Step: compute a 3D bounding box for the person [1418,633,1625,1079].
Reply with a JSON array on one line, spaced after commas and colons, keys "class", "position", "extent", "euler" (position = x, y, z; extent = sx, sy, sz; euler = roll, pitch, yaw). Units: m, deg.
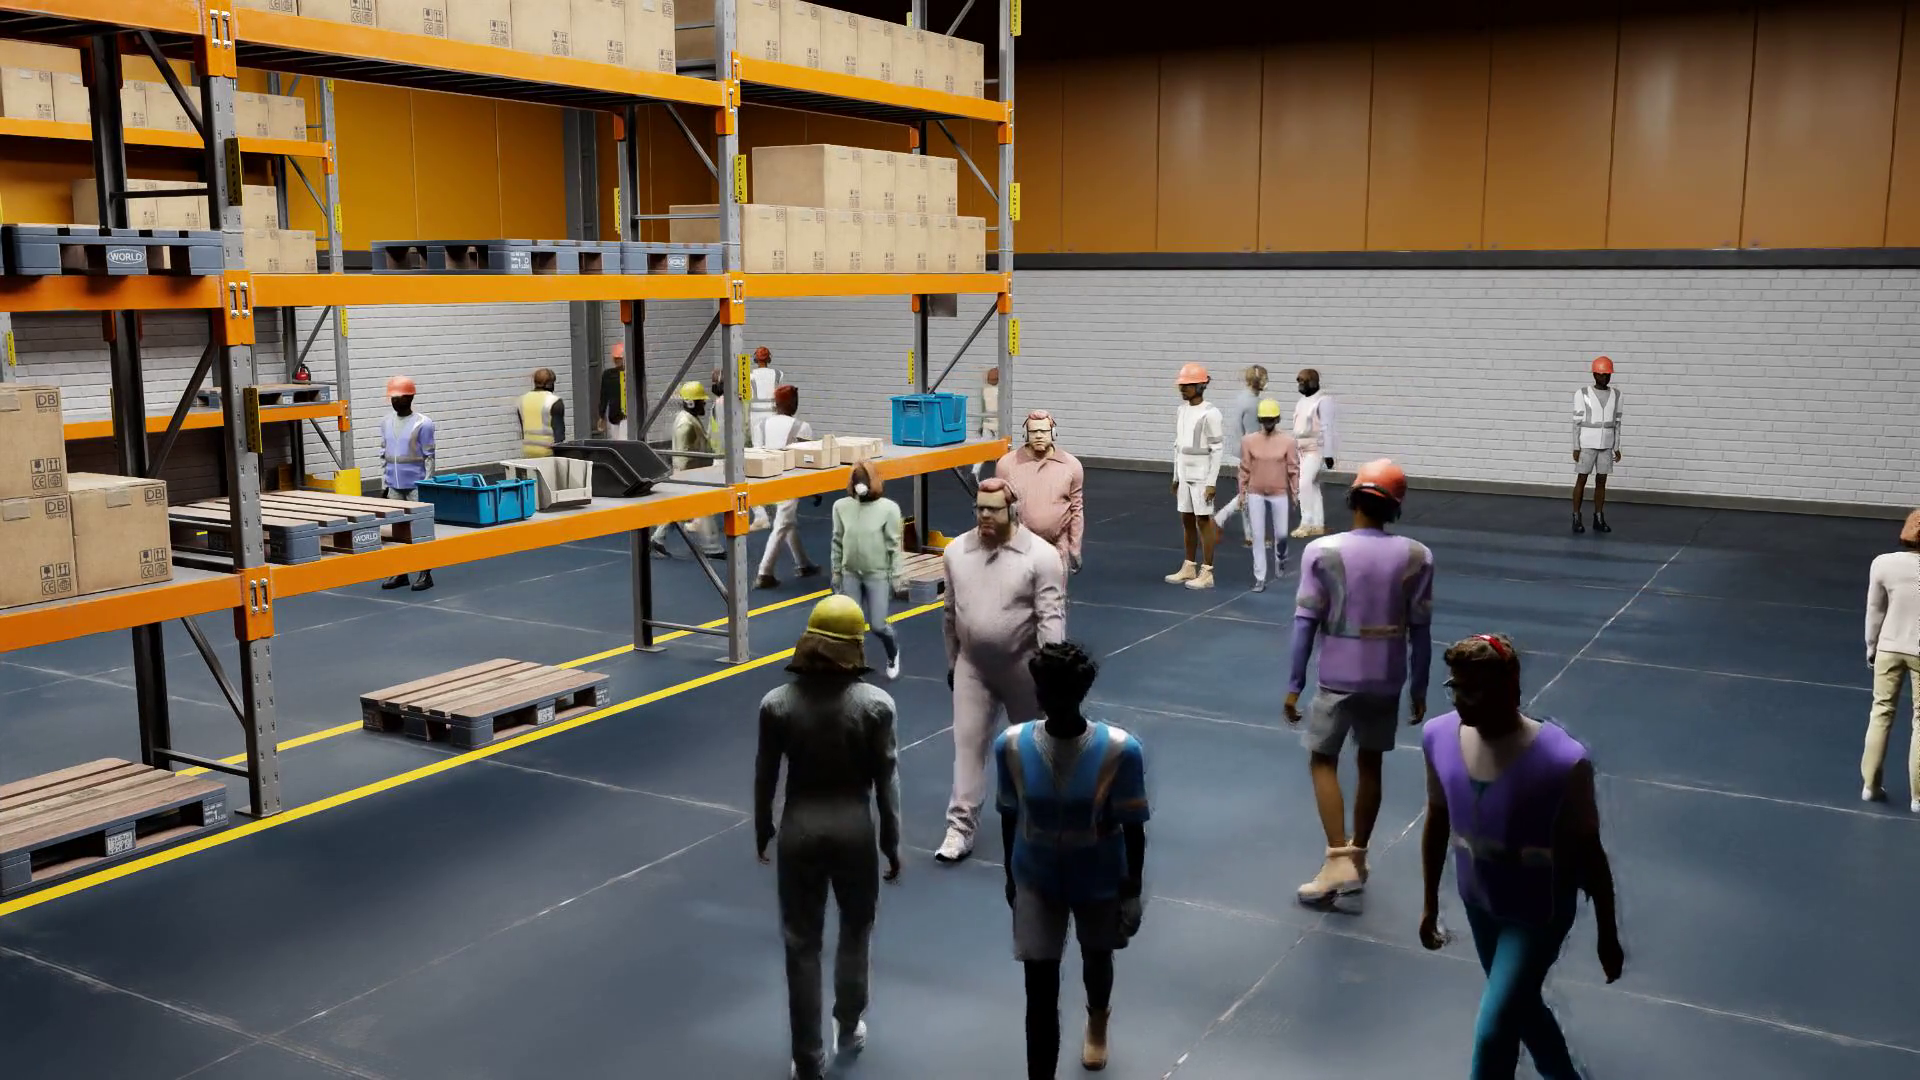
[{"class": "person", "position": [1.761, 1.136, 5.175], "extent": [0.969, 1.781, 0.600], "euler": [-6, 11, -33]}]

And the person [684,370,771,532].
[{"class": "person", "position": [-2.537, -0.969, 18.259], "extent": [0.972, 1.795, 0.650], "euler": [2, 9, 12]}]

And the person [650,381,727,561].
[{"class": "person", "position": [-2.694, -0.673, 16.399], "extent": [0.892, 1.803, 0.587], "euler": [-1, 9, -7]}]

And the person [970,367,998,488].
[{"class": "person", "position": [0.424, -1.476, 21.957], "extent": [0.521, 1.618, 0.709], "euler": [6, 11, 34]}]

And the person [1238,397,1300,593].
[{"class": "person", "position": [2.780, -0.423, 14.970], "extent": [0.540, 1.746, 0.604], "euler": [2, 9, 15]}]

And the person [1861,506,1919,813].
[{"class": "person", "position": [5.064, 0.622, 8.842], "extent": [0.284, 1.628, 0.504], "euler": [-7, 12, -38]}]

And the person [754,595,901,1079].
[{"class": "person", "position": [-0.470, 1.044, 5.892], "extent": [0.519, 1.707, 0.633], "euler": [0, 9, -1]}]

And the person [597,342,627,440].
[{"class": "person", "position": [-4.385, -1.622, 21.810], "extent": [0.622, 1.963, 0.921], "euler": [4, 10, 23]}]

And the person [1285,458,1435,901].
[{"class": "person", "position": [1.828, 0.641, 7.554], "extent": [0.674, 2.007, 0.660], "euler": [0, 9, -2]}]

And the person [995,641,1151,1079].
[{"class": "person", "position": [0.383, 1.130, 5.633], "extent": [0.534, 1.647, 0.914], "euler": [2, 9, 12]}]

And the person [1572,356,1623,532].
[{"class": "person", "position": [7.009, -1.050, 18.290], "extent": [0.542, 1.939, 0.366], "euler": [0, 9, -1]}]

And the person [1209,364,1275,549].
[{"class": "person", "position": [2.910, -0.848, 17.078], "extent": [0.639, 1.925, 0.646], "euler": [0, 9, 2]}]

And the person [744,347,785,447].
[{"class": "person", "position": [-2.580, -1.600, 21.905], "extent": [0.575, 1.883, 0.355], "euler": [-3, 10, -19]}]

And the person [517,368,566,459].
[{"class": "person", "position": [-4.475, -0.944, 17.979], "extent": [0.644, 1.820, 0.451], "euler": [5, 10, 29]}]

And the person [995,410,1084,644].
[{"class": "person", "position": [0.538, 0.058, 11.471], "extent": [0.639, 1.910, 0.407], "euler": [0, 9, 0]}]

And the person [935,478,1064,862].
[{"class": "person", "position": [0.194, 0.610, 8.217], "extent": [0.663, 1.849, 1.043], "euler": [3, 10, 20]}]

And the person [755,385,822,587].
[{"class": "person", "position": [-1.581, -0.498, 15.220], "extent": [0.588, 1.831, 1.013], "euler": [6, 11, 32]}]

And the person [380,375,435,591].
[{"class": "person", "position": [-4.966, -0.510, 14.917], "extent": [0.543, 1.941, 0.357], "euler": [3, 10, 17]}]

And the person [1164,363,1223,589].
[{"class": "person", "position": [2.097, -0.576, 15.011], "extent": [0.391, 2.040, 0.615], "euler": [-5, 10, -26]}]

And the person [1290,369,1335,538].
[{"class": "person", "position": [3.712, -0.932, 17.932], "extent": [0.636, 1.819, 0.644], "euler": [-2, 9, -14]}]

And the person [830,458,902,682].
[{"class": "person", "position": [-0.608, 0.243, 11.208], "extent": [0.500, 1.623, 0.488], "euler": [3, 10, 19]}]
